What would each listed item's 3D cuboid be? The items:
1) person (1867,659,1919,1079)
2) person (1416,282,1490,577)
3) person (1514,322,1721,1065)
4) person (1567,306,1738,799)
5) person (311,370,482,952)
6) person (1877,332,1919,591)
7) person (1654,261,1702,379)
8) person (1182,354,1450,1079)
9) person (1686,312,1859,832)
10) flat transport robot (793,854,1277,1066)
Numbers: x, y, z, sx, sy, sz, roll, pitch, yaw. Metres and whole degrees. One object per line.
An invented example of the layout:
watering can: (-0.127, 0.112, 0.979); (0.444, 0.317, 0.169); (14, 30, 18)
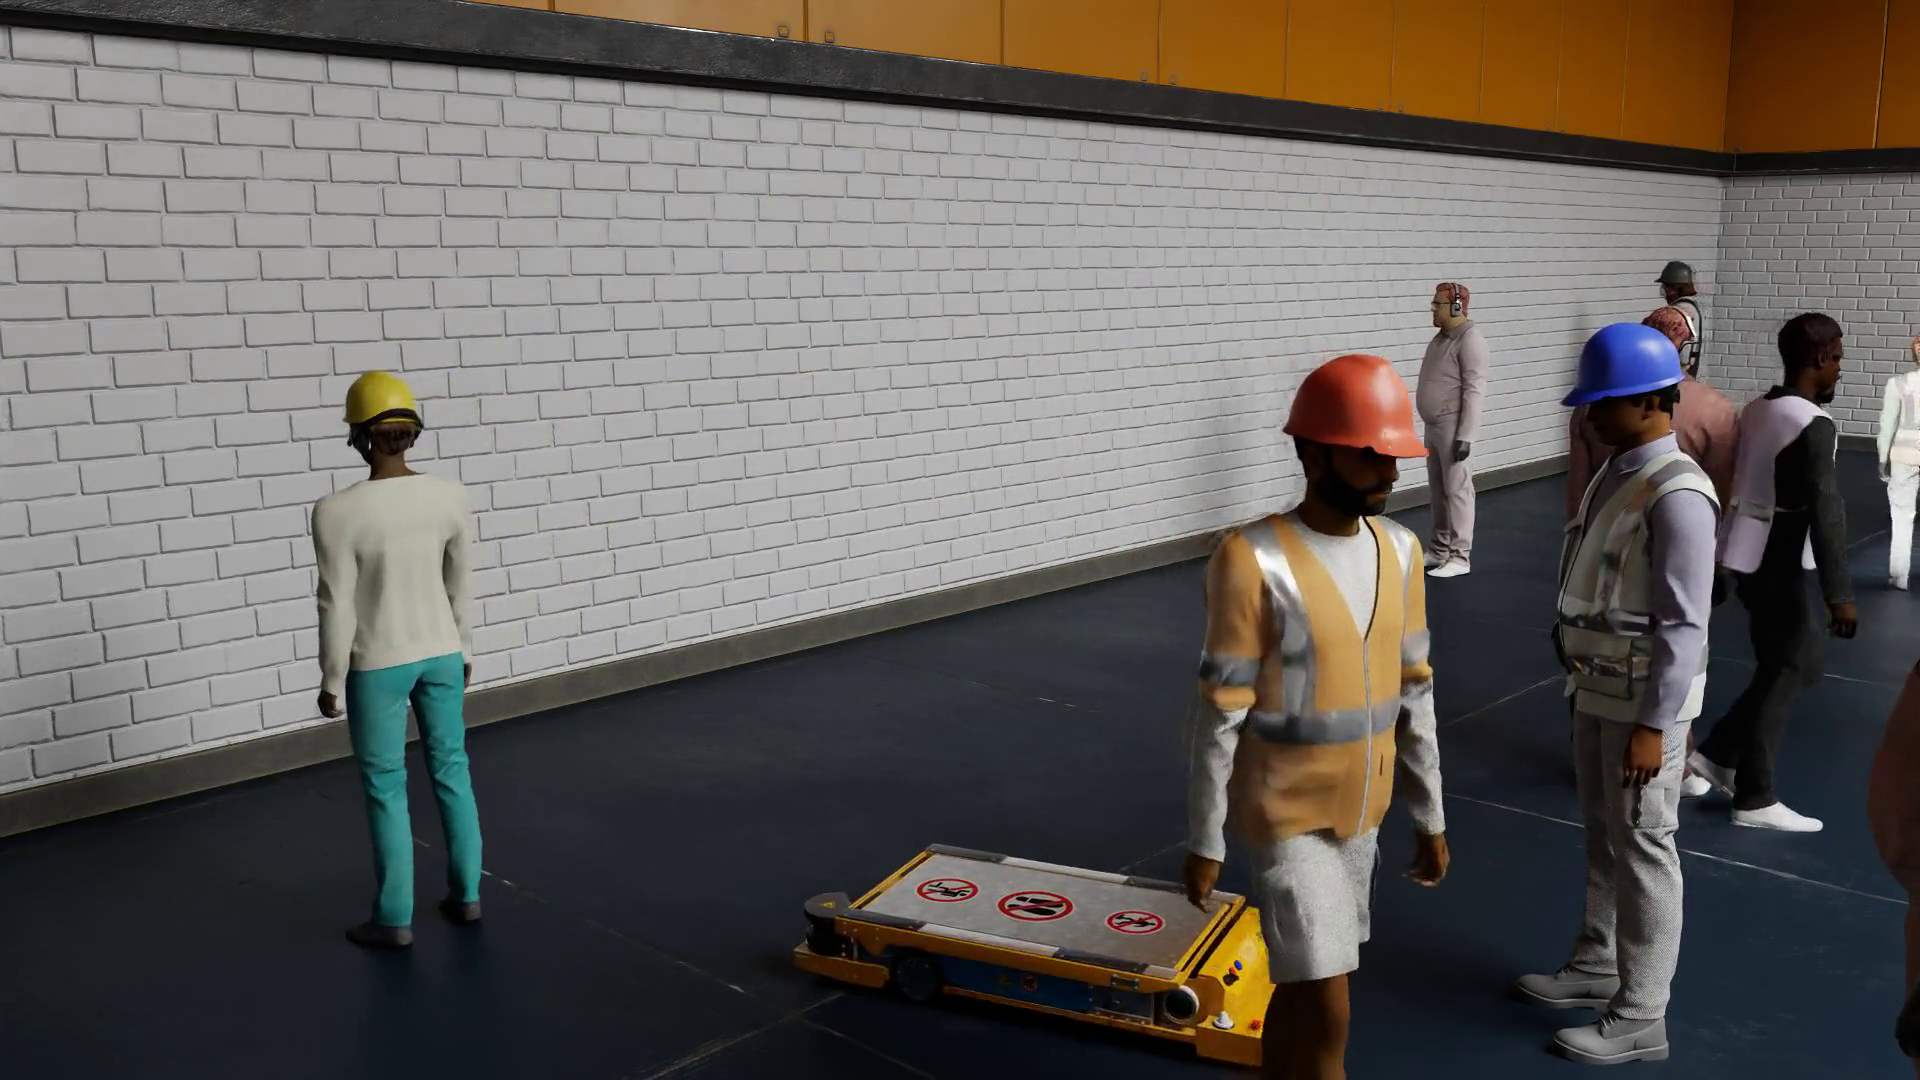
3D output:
person: (1.810, 0.676, 2.936); (0.407, 1.902, 0.640); (9, 14, 43)
person: (3.161, -0.713, 10.821); (0.399, 1.909, 0.642); (-1, 10, -6)
person: (1.741, 0.403, 4.378); (0.402, 1.938, 0.604); (1, 10, 4)
person: (2.698, 0.049, 6.483); (0.400, 1.907, 0.644); (-10, 14, -44)
person: (-1.713, 0.368, 5.073); (0.320, 1.768, 0.530); (8, 13, 39)
person: (5.950, -0.476, 10.268); (0.536, 1.623, 0.402); (3, 10, 17)
person: (6.496, -1.524, 15.057); (0.726, 2.000, 0.692); (5, 11, 27)
person: (0.818, 0.585, 3.416); (0.573, 1.914, 0.733); (-6, 12, -32)
person: (3.002, 0.130, 6.066); (0.459, 1.898, 0.645); (2, 10, 12)
flat transport robot: (0.298, 1.159, 4.817); (1.431, 0.197, 0.652); (5, 11, 25)
